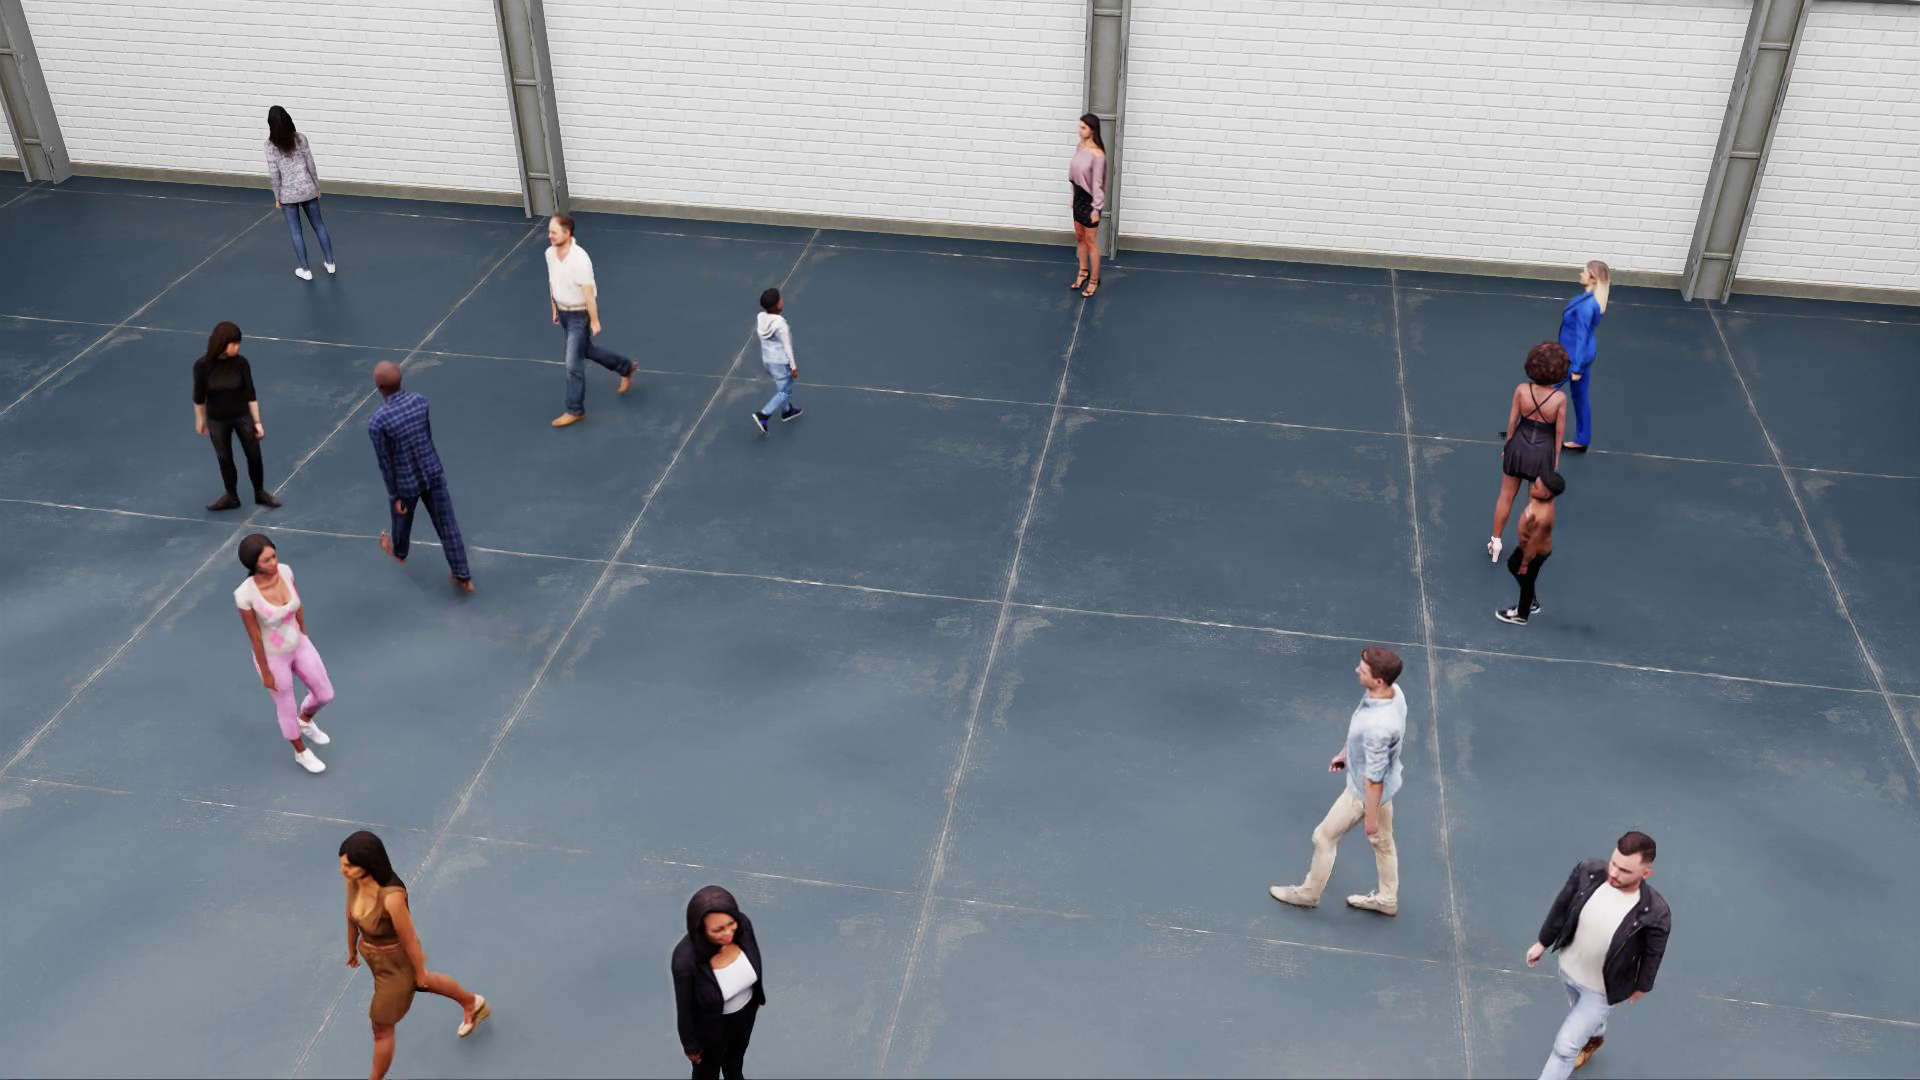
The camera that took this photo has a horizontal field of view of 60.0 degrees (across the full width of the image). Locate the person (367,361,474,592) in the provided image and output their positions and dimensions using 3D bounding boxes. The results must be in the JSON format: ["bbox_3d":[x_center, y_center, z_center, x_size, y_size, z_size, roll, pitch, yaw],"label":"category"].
[{"bbox_3d":[-3.795,-0.406,11.792,1.280,1.755,1.090,27,42,35],"label":"person"}]

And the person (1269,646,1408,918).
[{"bbox_3d":[2.321,1.373,9.055,1.014,1.823,0.808,15,36,21],"label":"person"}]

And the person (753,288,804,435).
[{"bbox_3d":[-1.553,-1.490,13.879,0.803,1.250,0.786,-28,43,-35],"label":"person"}]

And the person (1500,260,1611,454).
[{"bbox_3d":[5.069,-1.434,13.409,1.010,1.677,0.813,17,37,24],"label":"person"}]

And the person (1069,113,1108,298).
[{"bbox_3d":[1.236,-3.213,15.965,0.728,1.811,0.697,-16,37,-23],"label":"person"}]

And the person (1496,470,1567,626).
[{"bbox_3d":[4.039,0.072,11.529,0.558,1.251,0.567,12,35,17],"label":"person"}]

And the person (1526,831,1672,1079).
[{"bbox_3d":[3.114,2.050,8.055,1.221,1.802,1.148,-21,39,-28],"label":"person"}]

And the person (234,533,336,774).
[{"bbox_3d":[-4.202,0.684,10.174,0.758,1.732,0.704,20,38,27],"label":"person"}]

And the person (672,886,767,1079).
[{"bbox_3d":[-1.150,2.248,7.926,0.774,1.615,0.760,22,40,30],"label":"person"}]

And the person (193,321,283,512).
[{"bbox_3d":[-5.617,-0.921,12.698,0.684,1.611,0.864,-4,34,-6],"label":"person"}]

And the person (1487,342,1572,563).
[{"bbox_3d":[4.133,-0.601,12.058,0.592,1.786,0.698,18,38,25],"label":"person"}]

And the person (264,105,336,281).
[{"bbox_3d":[-6.524,-3.423,16.353,0.683,1.731,0.734,-23,40,-31],"label":"person"}]

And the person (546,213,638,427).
[{"bbox_3d":[-3.128,-1.907,13.991,1.176,1.823,1.217,-28,43,-35],"label":"person"}]

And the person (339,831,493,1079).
[{"bbox_3d":[-2.718,2.039,8.212,1.097,1.646,1.016,26,42,33],"label":"person"}]
